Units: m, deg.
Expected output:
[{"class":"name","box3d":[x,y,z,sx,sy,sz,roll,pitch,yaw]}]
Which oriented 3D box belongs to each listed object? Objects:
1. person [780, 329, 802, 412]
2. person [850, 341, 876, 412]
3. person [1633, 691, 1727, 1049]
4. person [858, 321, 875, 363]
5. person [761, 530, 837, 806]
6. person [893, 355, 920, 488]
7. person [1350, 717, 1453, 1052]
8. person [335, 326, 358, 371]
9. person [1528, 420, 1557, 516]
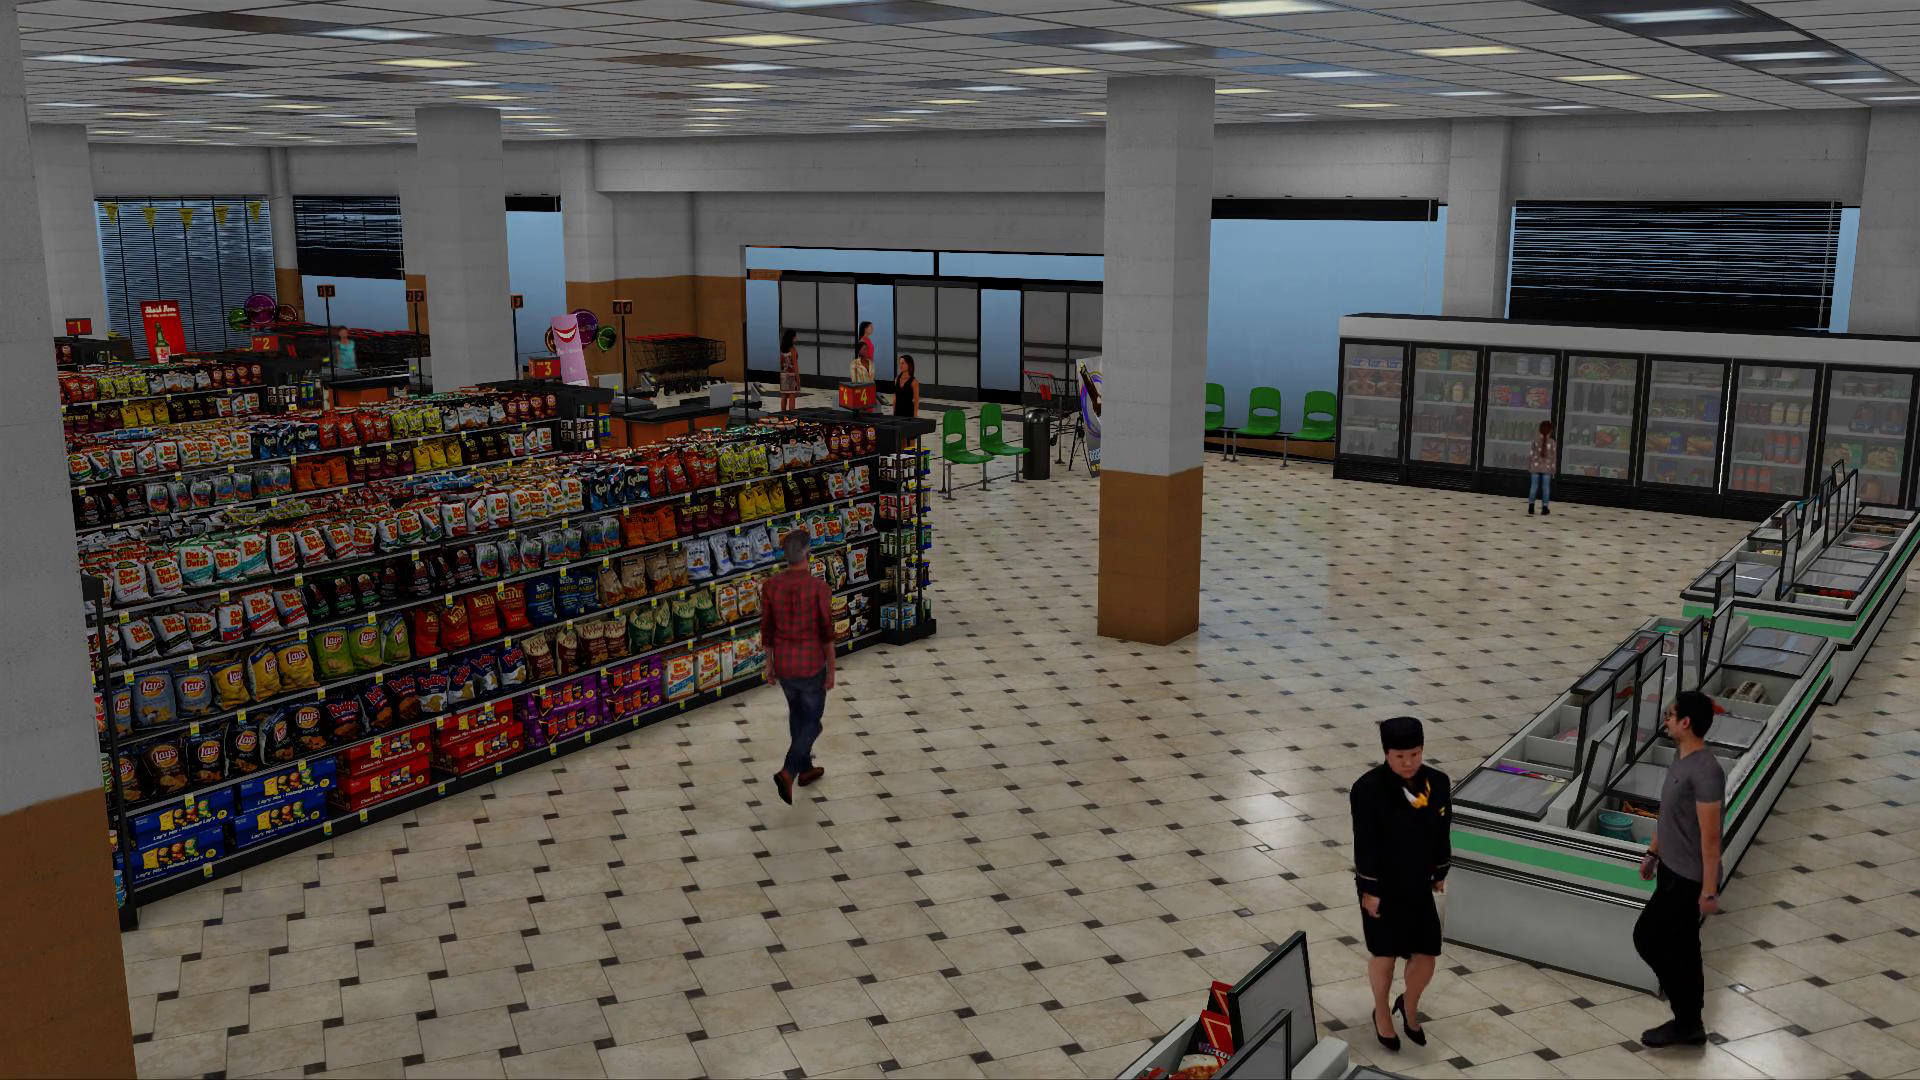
[{"class":"person","box3d":[-3.007,-2.884,29.245,0.599,1.643,0.693,-11,16,-42]},{"class":"person","box3d":[-1.473,-2.124,25.273,0.576,1.793,0.723,-9,15,-35]},{"class":"person","box3d":[3.511,1.576,7.836,0.802,1.737,0.707,2,12,8]},{"class":"person","box3d":[-1.692,-3.081,29.961,0.753,1.732,0.630,3,12,13]},{"class":"person","box3d":[-1.096,0.861,11.067,0.868,1.805,1.181,5,13,21]},{"class":"person","box3d":[-0.736,-1.613,22.744,0.588,1.834,0.529,9,15,37]},{"class":"person","box3d":[2.026,1.612,7.870,0.825,1.651,0.887,-3,12,-12]},{"class":"person","box3d":[-11.544,-3.247,31.253,0.891,1.526,0.763,-11,16,-41]},{"class":"person","box3d":[7.350,-0.919,21.001,0.513,1.193,0.500,5,13,24]}]
